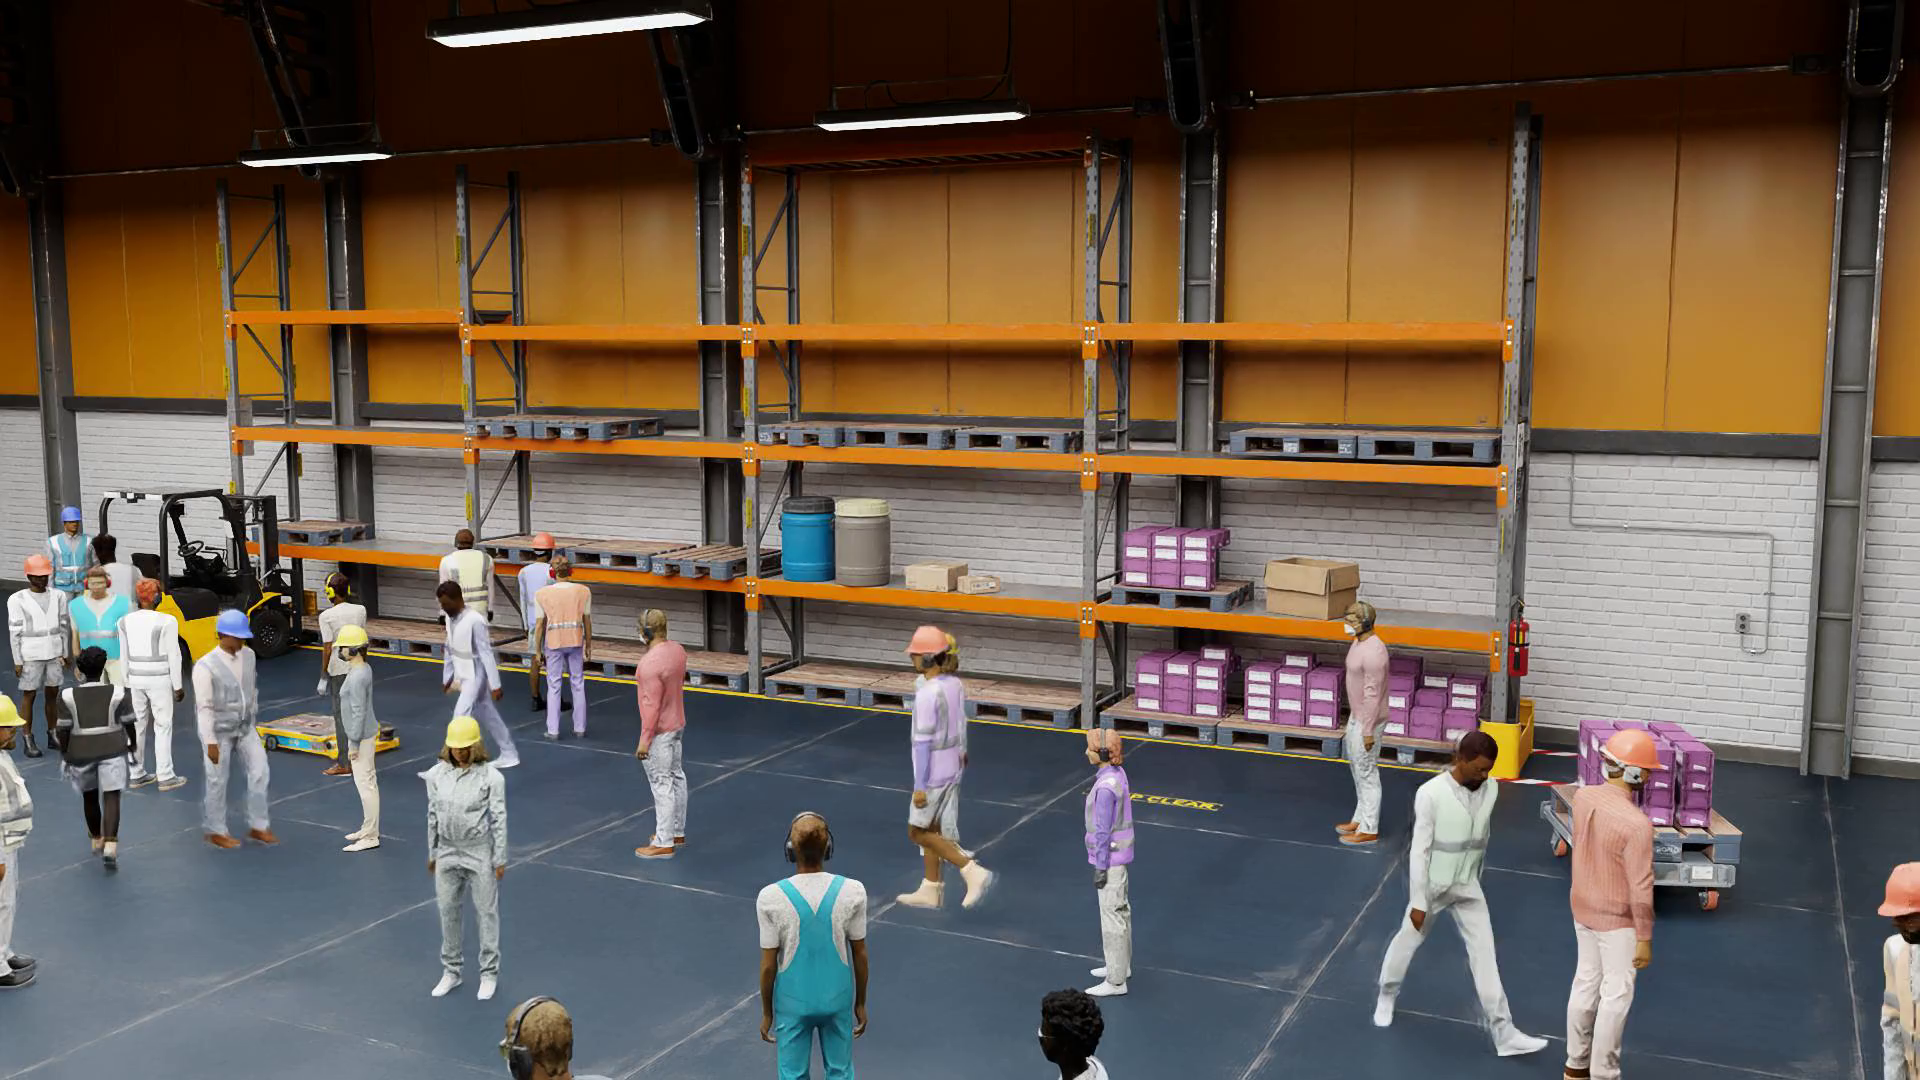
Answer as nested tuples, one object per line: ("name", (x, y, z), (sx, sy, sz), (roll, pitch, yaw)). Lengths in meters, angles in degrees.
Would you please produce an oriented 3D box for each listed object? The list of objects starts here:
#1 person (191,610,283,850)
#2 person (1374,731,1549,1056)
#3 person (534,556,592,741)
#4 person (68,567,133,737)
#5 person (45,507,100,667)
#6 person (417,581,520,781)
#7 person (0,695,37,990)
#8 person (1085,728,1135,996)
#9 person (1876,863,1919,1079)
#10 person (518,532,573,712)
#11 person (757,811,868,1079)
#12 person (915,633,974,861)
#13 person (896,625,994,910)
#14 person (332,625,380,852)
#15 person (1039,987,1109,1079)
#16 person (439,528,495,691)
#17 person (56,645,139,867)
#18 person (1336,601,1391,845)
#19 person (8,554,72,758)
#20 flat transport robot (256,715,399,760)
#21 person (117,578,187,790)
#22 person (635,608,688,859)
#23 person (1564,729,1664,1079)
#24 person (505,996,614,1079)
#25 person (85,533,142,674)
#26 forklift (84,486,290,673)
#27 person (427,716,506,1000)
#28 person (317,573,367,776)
("person", (-5.590, 1.484, 12.854), (0.718, 1.901, 0.632), (3, 8, 25))
("person", (2.779, 1.948, 9.356), (0.681, 1.828, 1.063), (-4, 8, -28))
("person", (-3.924, 1.076, 16.507), (0.562, 1.838, 0.387), (-3, 8, -26))
("person", (-8.245, 1.140, 16.050), (0.593, 1.818, 0.678), (-2, 7, -19))
("person", (-10.793, 0.564, 20.267), (0.605, 1.951, 0.380), (-5, 8, -34))
("person", (-4.477, 1.257, 15.018), (0.936, 1.849, 0.685), (-6, 9, -39))
("person", (-5.906, 1.848, 10.209), (0.403, 1.817, 0.602), (-4, 8, -27))
("person", (0.908, 1.949, 10.148), (0.318, 1.631, 0.514), (1, 7, 11))
("person", (4.093, 2.237, 6.787), (0.829, 1.884, 0.553), (-1, 7, -6))
("person", (-4.414, 0.878, 17.733), (0.545, 1.936, 0.361), (2, 7, 18))
("person", (-0.674, 2.145, 7.638), (0.508, 1.847, 0.345), (-2, 7, -13))
("person", (-0.129, 1.578, 12.739), (0.486, 1.744, 0.294), (6, 9, 41))
("person", (-0.122, 1.595, 11.457), (0.636, 2.022, 0.620), (2, 7, 15))
("person", (-4.707, 1.536, 12.990), (0.316, 1.769, 0.525), (-2, 7, -16))
("person", (0.406, 2.425, 5.926), (0.317, 1.695, 0.540), (1, 7, 11))
("person", (-5.600, 0.785, 18.894), (0.634, 1.841, 0.429), (-5, 8, -34))
("person", (-6.540, 1.632, 12.621), (0.538, 1.665, 0.839), (-3, 7, -22))
("person", (3.201, 1.436, 13.150), (0.384, 1.932, 0.629), (1, 7, 4))
("person", (-8.783, 1.095, 15.929), (0.379, 1.938, 0.547), (4, 8, 33))
("flat transport robot", (-6.204, 1.896, 16.143), (1.431, 0.197, 0.652), (4, 8, 29))
("person", (-7.163, 1.275, 14.733), (0.568, 1.878, 0.350), (2, 7, 13))
("person", (-2.307, 1.478, 12.790), (0.371, 1.934, 0.627), (2, 7, 13))
("person", (3.413, 1.954, 8.671), (0.410, 1.980, 0.632), (-2, 7, -13))
("person", (-1.285, 2.392, 5.268), (0.373, 1.928, 0.639), (4, 8, 27))
("person", (-8.856, 0.895, 17.549), (0.623, 1.945, 0.634), (5, 9, 38))
("forklift", (-9.426, 0.454, 20.179), (1.214, 2.155, 2.313), (3, 8, 26))
("person", (-2.988, 1.908, 10.051), (0.488, 1.737, 0.309), (1, 7, 7))
("person", (-5.639, 1.224, 15.188), (0.328, 1.862, 0.517), (4, 8, 30))
